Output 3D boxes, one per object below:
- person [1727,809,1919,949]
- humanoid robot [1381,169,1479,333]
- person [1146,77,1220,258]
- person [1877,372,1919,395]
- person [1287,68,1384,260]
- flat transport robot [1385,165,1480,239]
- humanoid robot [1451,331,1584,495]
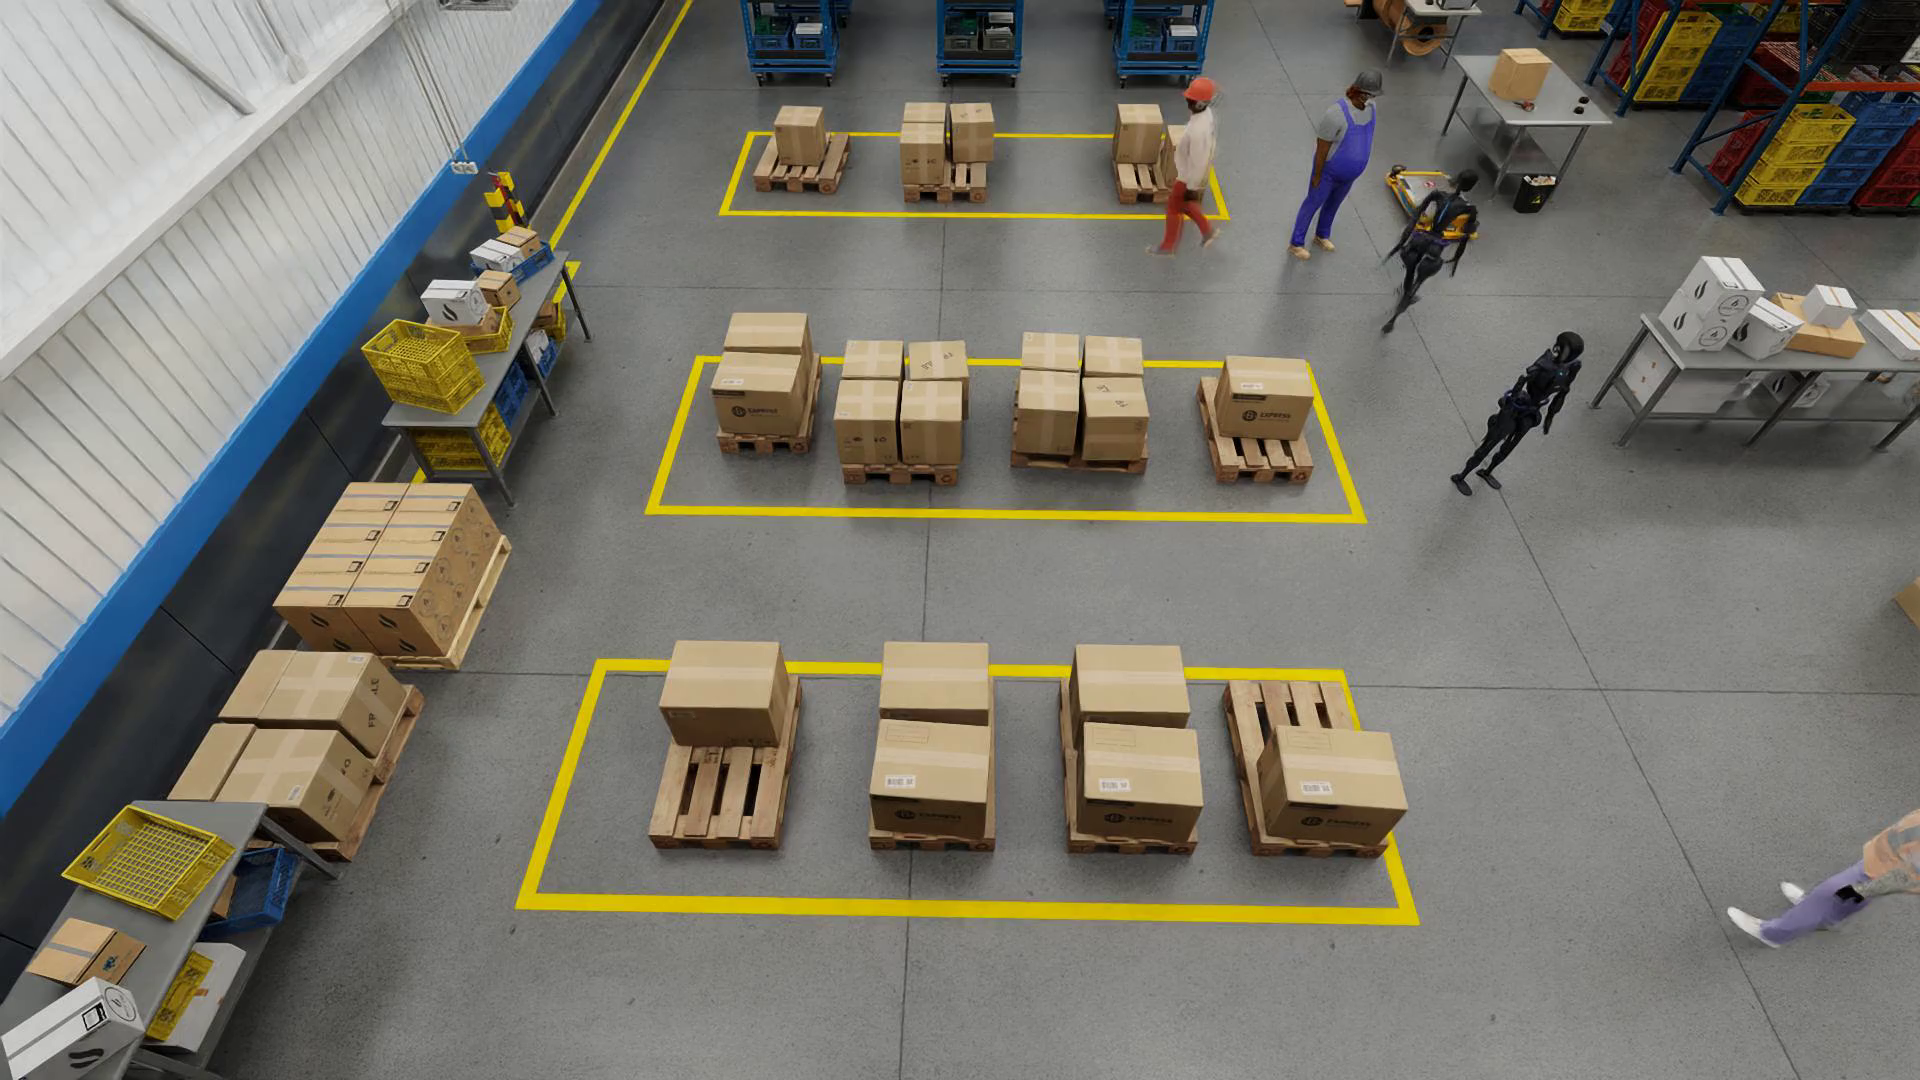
[{"bbox_3d":[5.056,1.716,4.960,0.596,1.921,0.384,-24,53,-19],"label":"person"},{"bbox_3d":[4.615,-2.865,9.112,0.788,1.621,0.625,-31,56,-24],"label":"humanoid robot"},{"bbox_3d":[2.514,-3.914,9.786,0.662,1.978,0.612,15,51,13],"label":"person"},{"bbox_3d":[9.320,-2.157,8.332,0.582,1.881,0.340,37,58,27],"label":"person"},{"bbox_3d":[4.084,-4.010,9.834,0.681,2.000,0.535,-21,52,-17],"label":"person"},{"bbox_3d":[5.692,-4.094,11.059,0.652,0.197,1.431,1,49,1],"label":"flat transport robot"},{"bbox_3d":[4.584,-1.015,7.479,0.572,1.650,0.333,-11,50,-10],"label":"humanoid robot"}]
